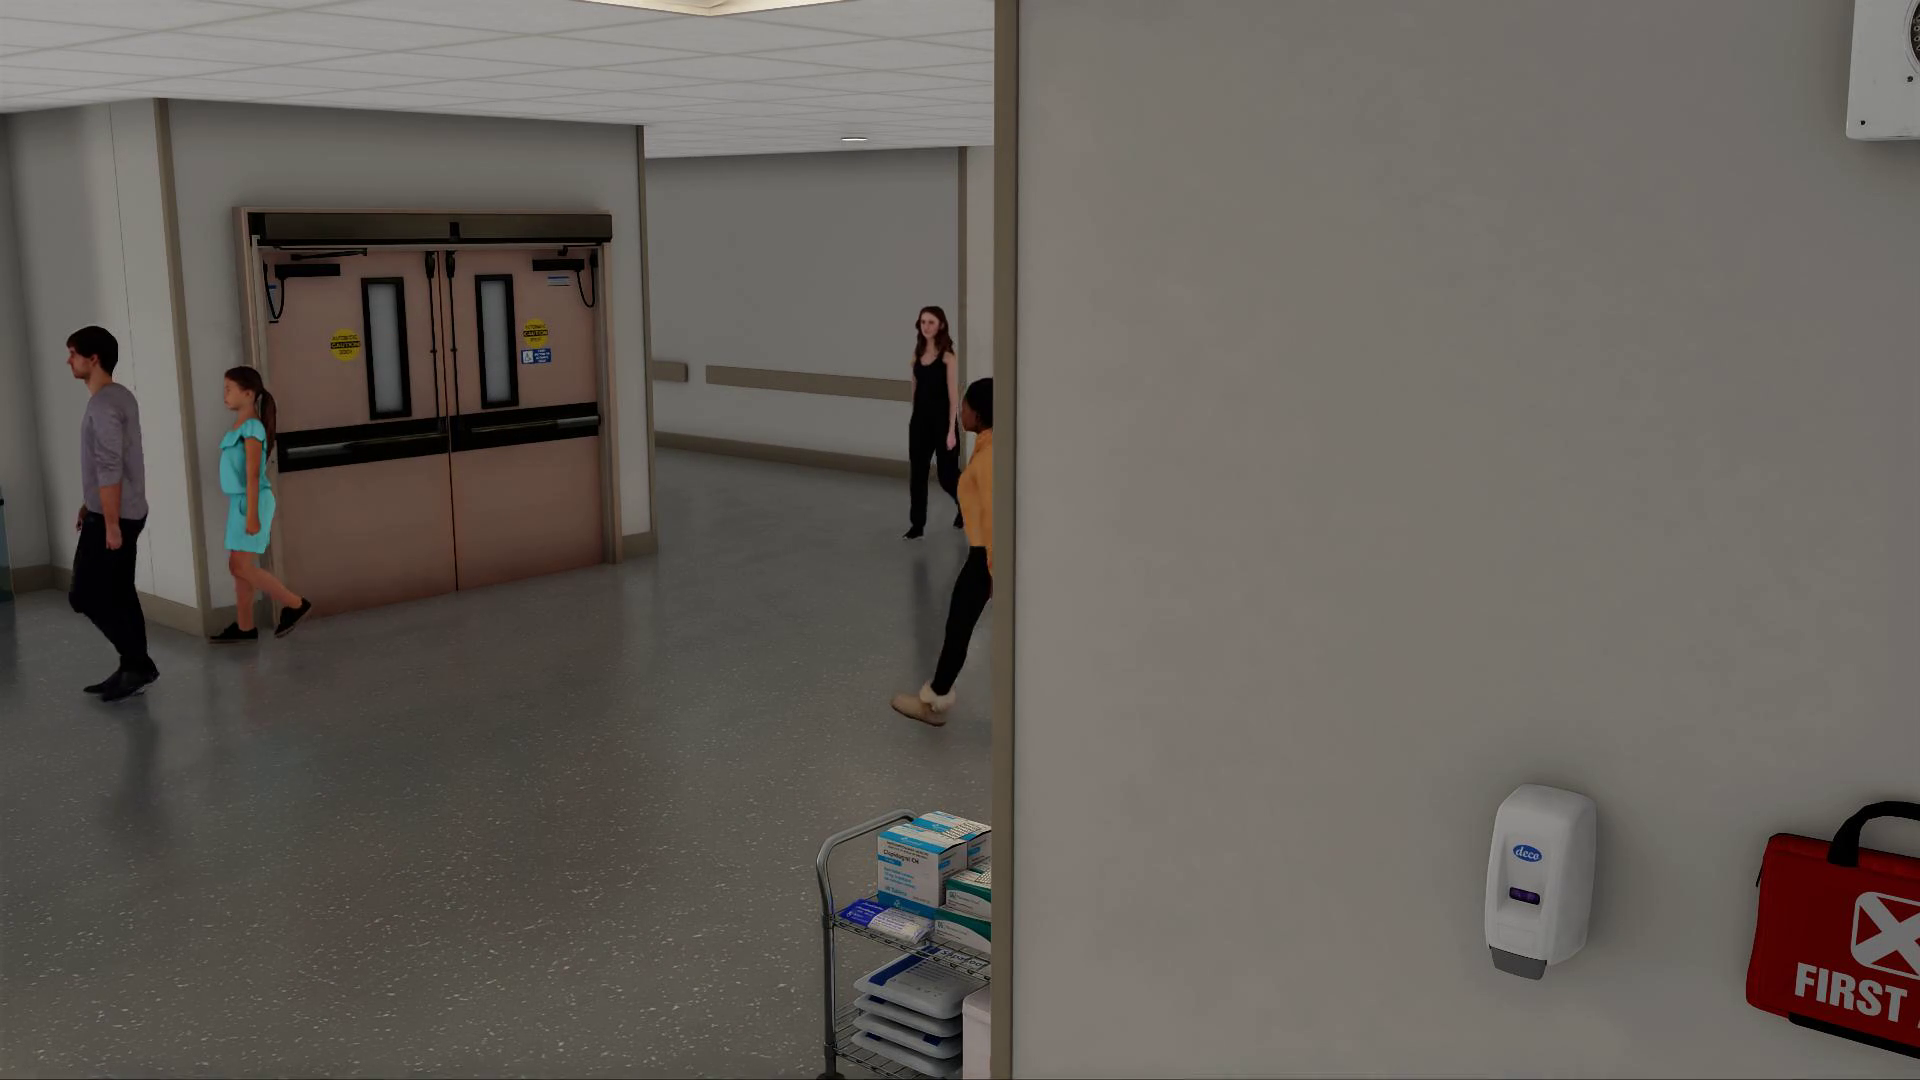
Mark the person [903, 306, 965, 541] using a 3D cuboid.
[{"bbox_3d":[-0.122,-0.844,12.288,0.741,1.704,1.175,5,12,26],"label":"person"}]

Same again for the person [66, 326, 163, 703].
[{"bbox_3d":[-4.080,-0.127,8.160,0.805,1.834,0.793,-4,11,-18],"label":"person"}]

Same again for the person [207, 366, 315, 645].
[{"bbox_3d":[-3.889,-0.185,9.230,0.885,1.549,0.753,-5,12,-23],"label":"person"}]
